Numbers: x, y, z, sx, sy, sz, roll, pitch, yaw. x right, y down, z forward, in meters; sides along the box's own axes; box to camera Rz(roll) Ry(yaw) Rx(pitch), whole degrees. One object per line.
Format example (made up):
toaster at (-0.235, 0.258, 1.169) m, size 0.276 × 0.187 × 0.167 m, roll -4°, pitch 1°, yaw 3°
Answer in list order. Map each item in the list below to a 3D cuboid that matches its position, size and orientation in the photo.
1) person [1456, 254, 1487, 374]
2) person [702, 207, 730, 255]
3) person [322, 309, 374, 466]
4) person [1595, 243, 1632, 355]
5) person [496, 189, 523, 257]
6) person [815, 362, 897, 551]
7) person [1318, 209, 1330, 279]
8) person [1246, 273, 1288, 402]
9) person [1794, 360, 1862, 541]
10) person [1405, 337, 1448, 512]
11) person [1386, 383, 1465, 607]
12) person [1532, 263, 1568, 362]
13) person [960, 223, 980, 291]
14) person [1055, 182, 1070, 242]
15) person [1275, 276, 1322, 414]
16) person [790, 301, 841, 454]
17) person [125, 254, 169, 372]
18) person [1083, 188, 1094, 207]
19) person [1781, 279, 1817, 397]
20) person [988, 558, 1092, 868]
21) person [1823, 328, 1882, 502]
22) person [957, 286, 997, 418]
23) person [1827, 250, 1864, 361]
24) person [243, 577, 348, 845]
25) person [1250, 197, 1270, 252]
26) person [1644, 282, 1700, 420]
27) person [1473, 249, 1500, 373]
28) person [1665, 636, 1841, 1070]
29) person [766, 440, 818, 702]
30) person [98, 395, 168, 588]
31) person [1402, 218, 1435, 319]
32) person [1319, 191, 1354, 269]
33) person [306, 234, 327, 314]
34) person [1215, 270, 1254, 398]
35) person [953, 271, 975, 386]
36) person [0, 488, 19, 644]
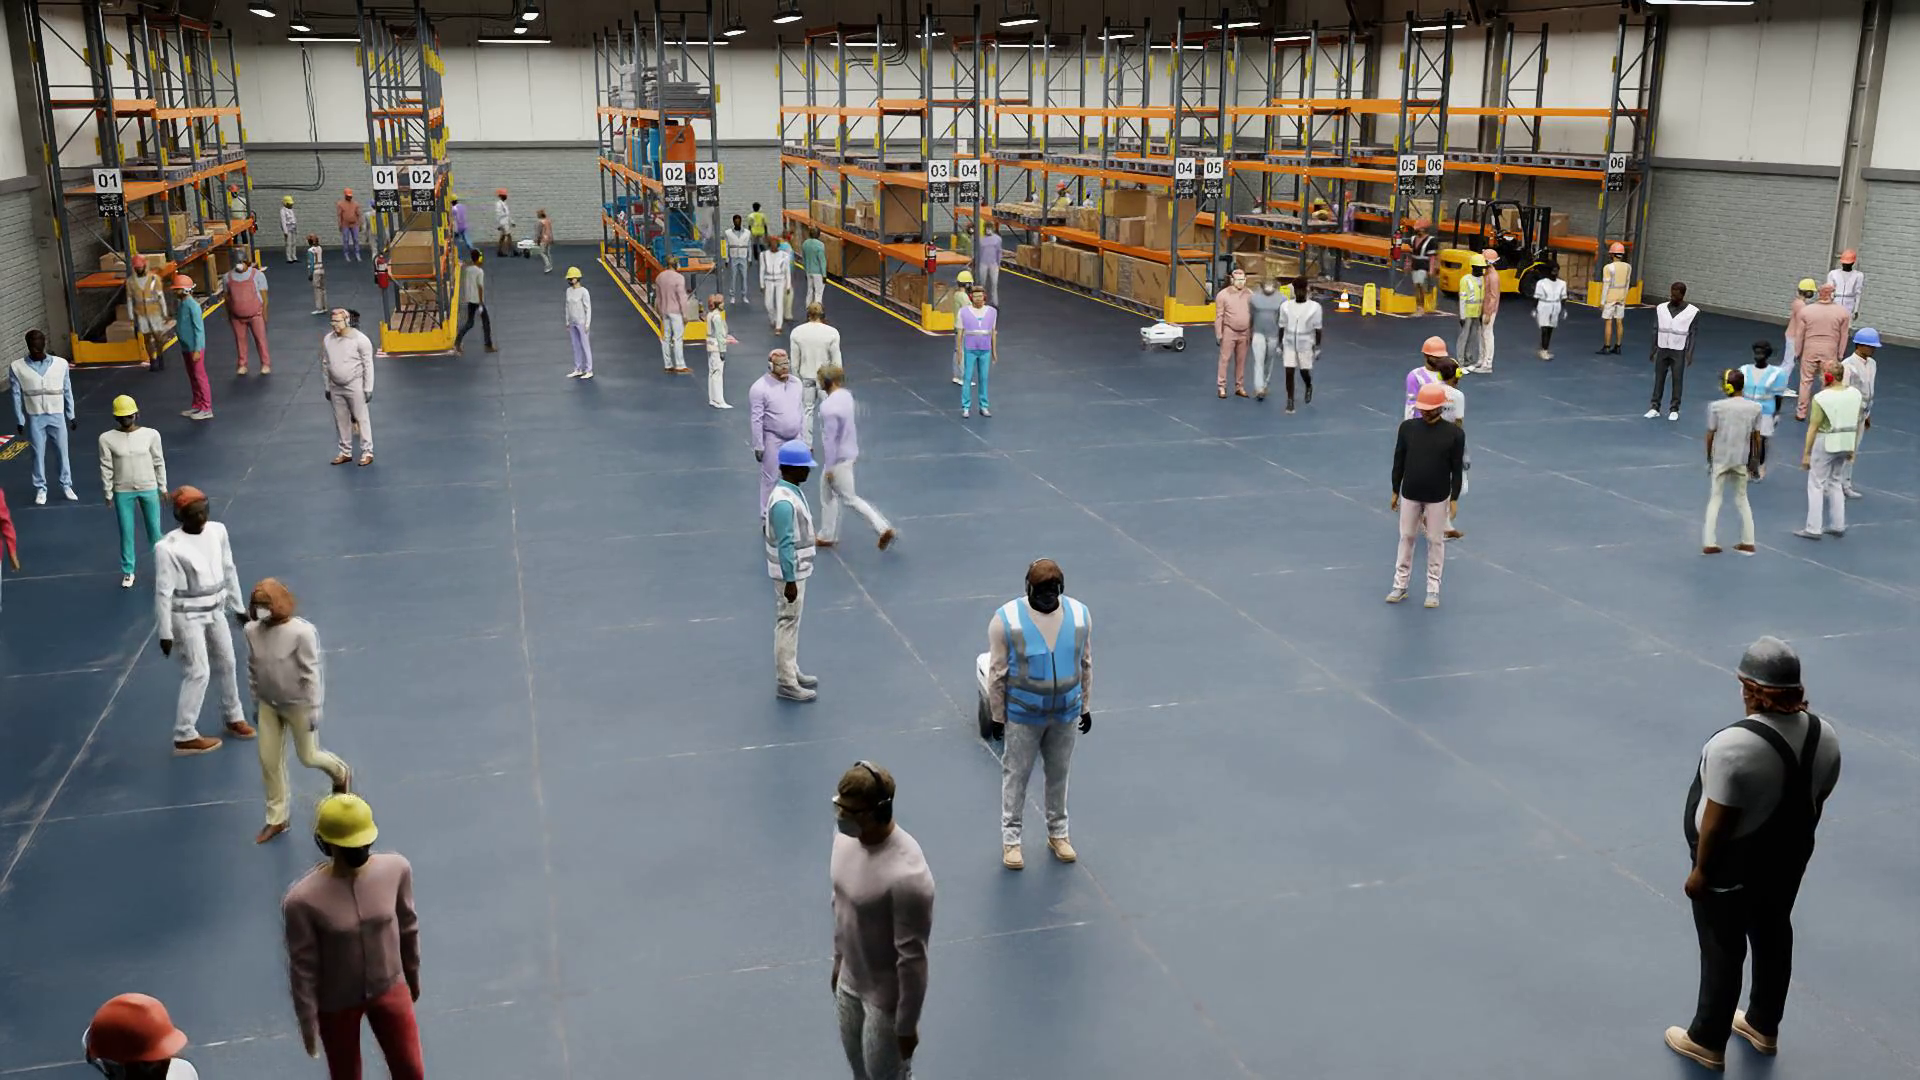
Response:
person at (8.294, -3.659, 26.921) m, size 0.587 × 1.928 × 0.382 m, roll -11°, pitch 18°, yaw -35°
person at (-7.004, -8.976, 47.156) m, size 0.990 × 1.815 × 0.532 m, roll -2°, pitch 15°, yaw -8°
person at (-7.421, -1.846, 20.140) m, size 0.655 × 1.906 × 0.407 m, roll 4°, pitch 15°, yaw 14°
person at (11.326, -4.177, 28.851) m, size 0.543 × 1.939 × 0.370 m, roll -5°, pitch 16°, yaw -18°
person at (-12.669, -8.884, 46.649) m, size 0.845 × 1.901 × 0.556 m, roll 0°, pitch 15°, yaw -1°
person at (-1.073, -0.785, 16.193) m, size 0.933 × 1.904 × 0.636 m, roll 3°, pitch 15°, yaw 11°
person at (8.967, -7.267, 40.945) m, size 0.376 × 1.694 × 0.697 m, roll 3°, pitch 15°, yaw 11°
person at (4.519, -2.999, 24.541) m, size 0.640 × 1.885 × 1.068 m, roll 1°, pitch 15°, yaw 5°
person at (8.761, -0.898, 16.743) m, size 0.606 × 1.822 × 0.421 m, roll -4°, pitch 16°, yaw -16°
person at (4.964, -1.195, 17.631) m, size 0.551 × 1.934 × 0.373 m, roll -7°, pitch 17°, yaw -26°
person at (4.062, -0.397, 14.537) m, size 0.611 × 1.985 × 0.393 m, roll 8°, pitch 17°, yaw 29°
person at (10.002, -3.836, 28.086) m, size 0.557 × 1.652 × 0.836 m, roll -1°, pitch 15°, yaw -5°
person at (0.290, -6.482, 38.180) m, size 0.519 × 1.579 × 0.842 m, roll -7°, pitch 16°, yaw -23°
person at (3.029, -9.740, 49.806) m, size 0.542 × 1.928 × 0.374 m, roll 10°, pitch 18°, yaw 34°
person at (4.812, -2.780, 23.595) m, size 0.631 × 1.936 × 0.675 m, roll 7°, pitch 16°, yaw 24°
person at (-1.778, -1.994, 20.638) m, size 0.635 × 1.937 × 0.352 m, roll 2°, pitch 15°, yaw 8°
person at (-13.181, -3.664, 26.953) m, size 0.589 × 1.914 × 0.587 m, roll -4°, pitch 15°, yaw -13°
person at (3.485, -8.721, 45.930) m, size 0.390 × 1.946 × 0.614 m, roll 7°, pitch 16°, yaw 25°
person at (12.533, -3.025, 24.875) m, size 0.362 × 1.759 × 0.524 m, roll 6°, pitch 16°, yaw 20°
person at (0.475, 0.990, 9.592) m, size 0.634 × 1.841 × 0.429 m, roll -4°, pitch 15°, yaw -15°
person at (9.833, -1.374, 18.320) m, size 0.600 × 1.940 × 0.424 m, roll -10°, pitch 18°, yaw -32°
person at (0.235, -2.629, 23.202) m, size 0.572 × 1.843 × 0.373 m, roll -4°, pitch 15°, yaw -15°
person at (14.664, -3.856, 27.665) m, size 0.543 × 1.927 × 0.375 m, roll 7°, pitch 16°, yaw 23°
person at (-4.045, 0.983, 10.075) m, size 0.519 × 1.613 × 0.653 m, roll 4°, pitch 15°, yaw 15°
person at (8.198, -8.532, 45.635) m, size 0.592 × 1.728 × 0.559 m, roll -10°, pitch 18°, yaw -34°
person at (9.875, -2.623, 23.052) m, size 0.587 × 1.914 × 0.392 m, roll 12°, pitch 19°, yaw 39°
person at (8.548, -3.721, 27.024) m, size 0.378 × 1.996 × 0.610 m, roll 2°, pitch 15°, yaw 7°
person at (3.582, 1.412, 7.623) m, size 0.689 × 2.000 × 0.537 m, roll -6°, pitch 16°, yaw -20°
person at (-1.231, 0.216, 12.306) m, size 0.404 × 1.943 × 0.616 m, roll 0°, pitch 15°, yaw -1°
person at (-7.509, -0.449, 15.154) m, size 0.534 × 1.767 × 0.319 m, roll -8°, pitch 17°, yaw -28°
person at (9.252, -5.493, 33.659) m, size 0.725 × 2.014 × 0.621 m, roll -7°, pitch 17°, yaw -26°
person at (9.872, -8.074, 43.396) m, size 0.851 × 2.009 × 0.613 m, roll -1°, pitch 15°, yaw -5°
person at (-13.311, -5.499, 34.399) m, size 0.307 × 1.641 × 0.513 m, roll 1°, pitch 15°, yaw 2°
person at (4.106, -3.060, 24.711) m, size 0.652 × 1.906 × 0.402 m, roll -4°, pitch 15°, yaw -15°
person at (0.062, -3.287, 25.834) m, size 0.314 × 1.767 × 0.534 m, roll -5°, pitch 16°, yaw -17°
person at (-7.837, 0.092, 13.233) m, size 0.566 × 1.714 × 0.891 m, roll -10°, pitch 18°, yaw -34°
